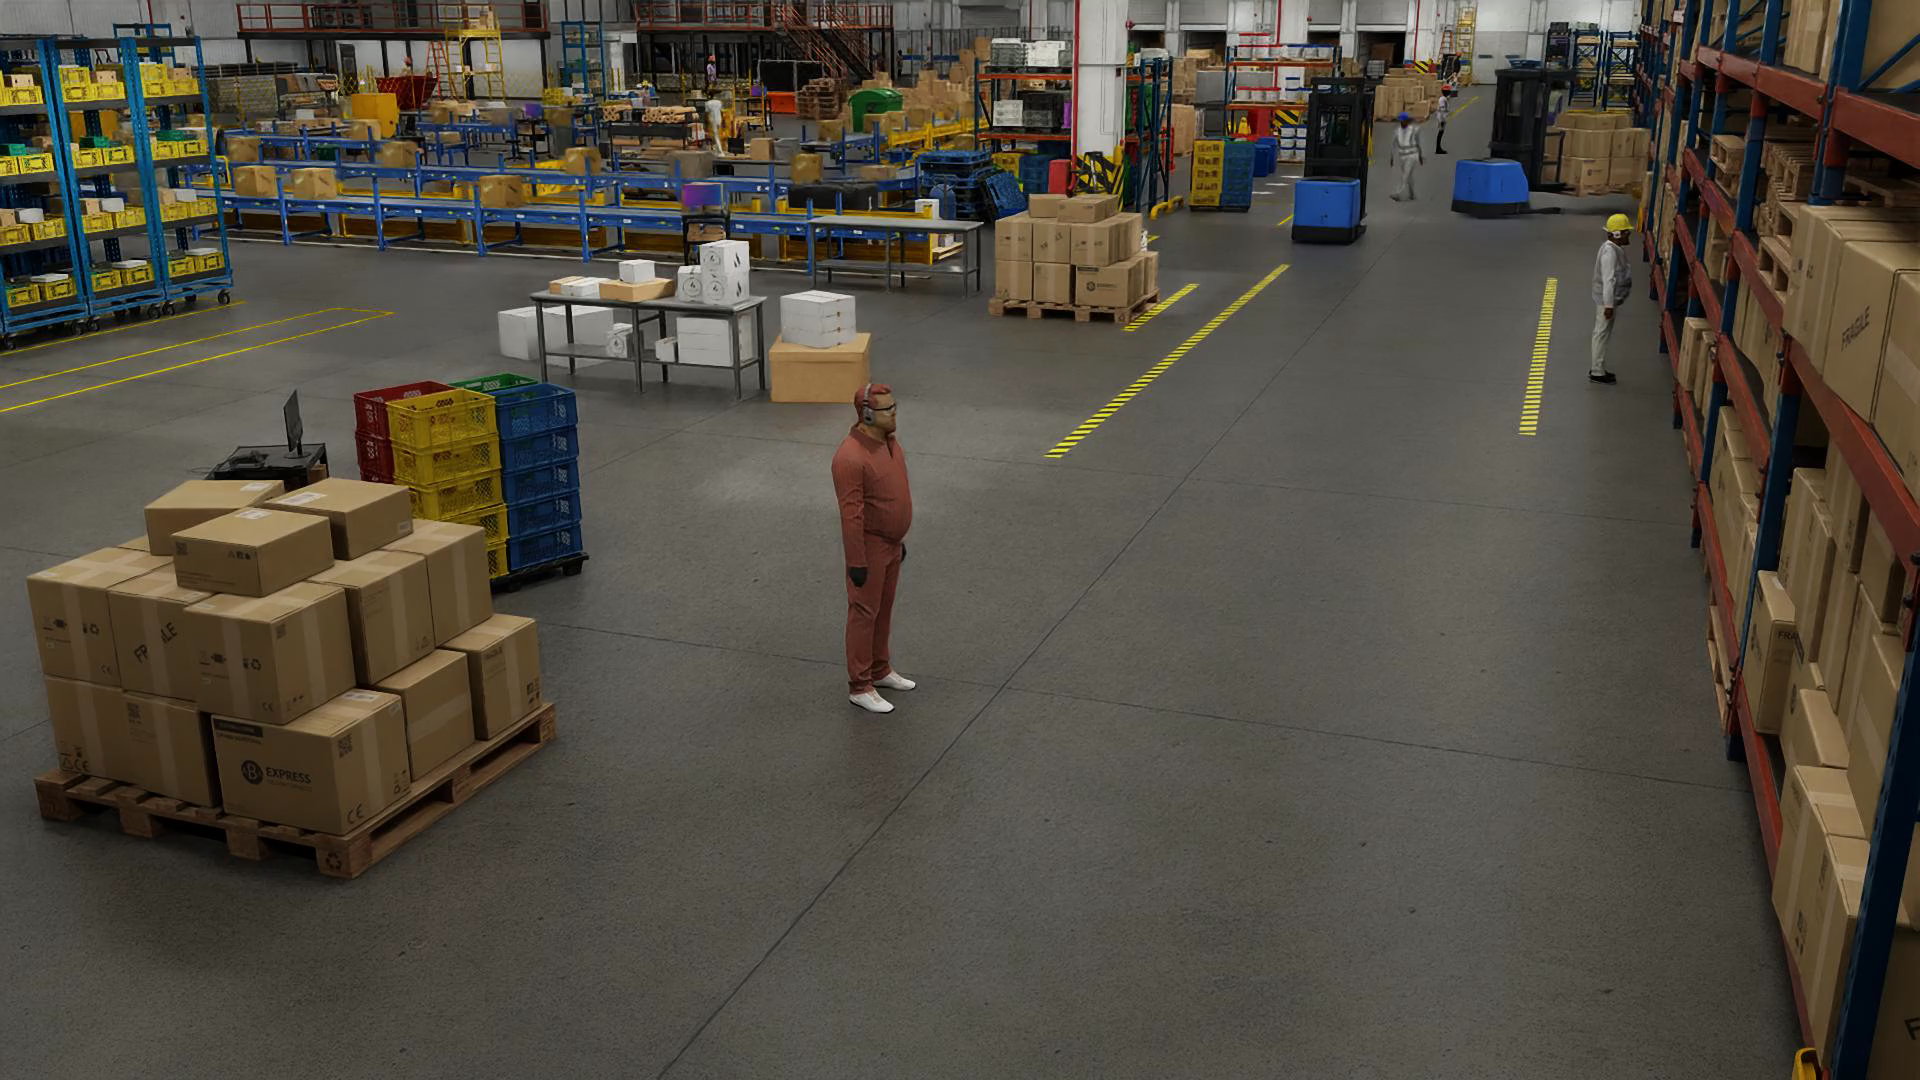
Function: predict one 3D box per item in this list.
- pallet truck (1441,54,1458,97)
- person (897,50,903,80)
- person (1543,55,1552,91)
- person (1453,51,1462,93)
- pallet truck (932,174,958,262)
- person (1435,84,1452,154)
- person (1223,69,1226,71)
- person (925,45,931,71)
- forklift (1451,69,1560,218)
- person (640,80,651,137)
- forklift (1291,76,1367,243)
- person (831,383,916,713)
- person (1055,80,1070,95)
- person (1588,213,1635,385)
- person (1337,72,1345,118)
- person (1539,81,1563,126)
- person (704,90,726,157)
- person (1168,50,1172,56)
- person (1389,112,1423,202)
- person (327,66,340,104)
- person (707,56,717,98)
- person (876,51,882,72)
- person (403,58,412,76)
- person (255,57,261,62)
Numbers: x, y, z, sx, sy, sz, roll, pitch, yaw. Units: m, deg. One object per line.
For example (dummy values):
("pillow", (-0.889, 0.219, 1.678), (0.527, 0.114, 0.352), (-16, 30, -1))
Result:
("pallet truck", (22.765, -21.886, 78.355), (0.823, 1.965, 1.885), (-4, 18, -14))
("person", (-3.533, -28.098, 98.359), (0.318, 1.700, 0.537), (6, 19, 19))
("person", (28.276, -22.336, 79.977), (0.326, 1.871, 0.520), (6, 19, 19))
("person", (24.709, -23.268, 82.699), (0.374, 1.997, 0.614), (6, 19, 19))
("pallet truck", (-0.507, -5.292, 27.348), (0.653, 1.274, 1.630), (6, 19, 19))
("person", (13.754, -11.977, 47.311), (0.351, 1.942, 0.547), (6, 19, 19))
("person", (9.488, -15.920, 59.707), (0.370, 1.940, 0.631), (6, 19, 19))
("person", (-1.879, -28.821, 100.236), (0.351, 1.942, 0.547), (6, 19, 19))
("forklift", (10.851, -7.838, 32.785), (1.873, 2.768, 1.129), (-8, 19, -23))
("person", (-10.165, -13.977, 53.876), (0.305, 1.772, 0.527), (6, 19, 19))
("forklift", (6.598, -6.755, 29.381), (1.129, 2.768, 1.873), (6, 19, 19))
("person", (-0.474, 0.033, 9.626), (0.408, 1.913, 0.644), (6, 19, 19))
("person", (3.795, -16.801, 62.310), (0.535, 2.000, 0.709), (11, 21, 31))
("person", (7.072, -2.620, 18.083), (0.404, 1.837, 0.593), (6, 19, 19))
("person", (14.446, -16.888, 63.140), (0.318, 1.696, 0.537), (6, 19, 19))
("person", (17.918, -12.954, 50.448), (0.624, 1.896, 0.448), (11, 21, 32))
("person", (-6.824, -11.556, 46.189), (0.544, 1.820, 0.918), (-15, 23, -39))
("person", (11.678, -26.591, 93.416), (0.652, 1.827, 0.454), (-8, 19, -24))
("person", (9.510, -8.169, 35.477), (1.057, 1.858, 0.620), (-16, 24, -41))
("person", (-24.370, -17.484, 64.707), (0.353, 1.884, 0.577), (6, 19, 19))
("person", (-10.768, -20.034, 72.462), (0.376, 2.043, 0.609), (6, 19, 19))
("person", (-4.546, -26.748, 94.024), (0.424, 1.750, 0.552), (-3, 18, -10))
("person", (-24.378, -20.299, 73.563), (0.633, 1.912, 0.570), (4, 18, 13))
("person", (-31.364, -20.624, 74.506), (0.368, 1.927, 0.589), (6, 19, 19))
